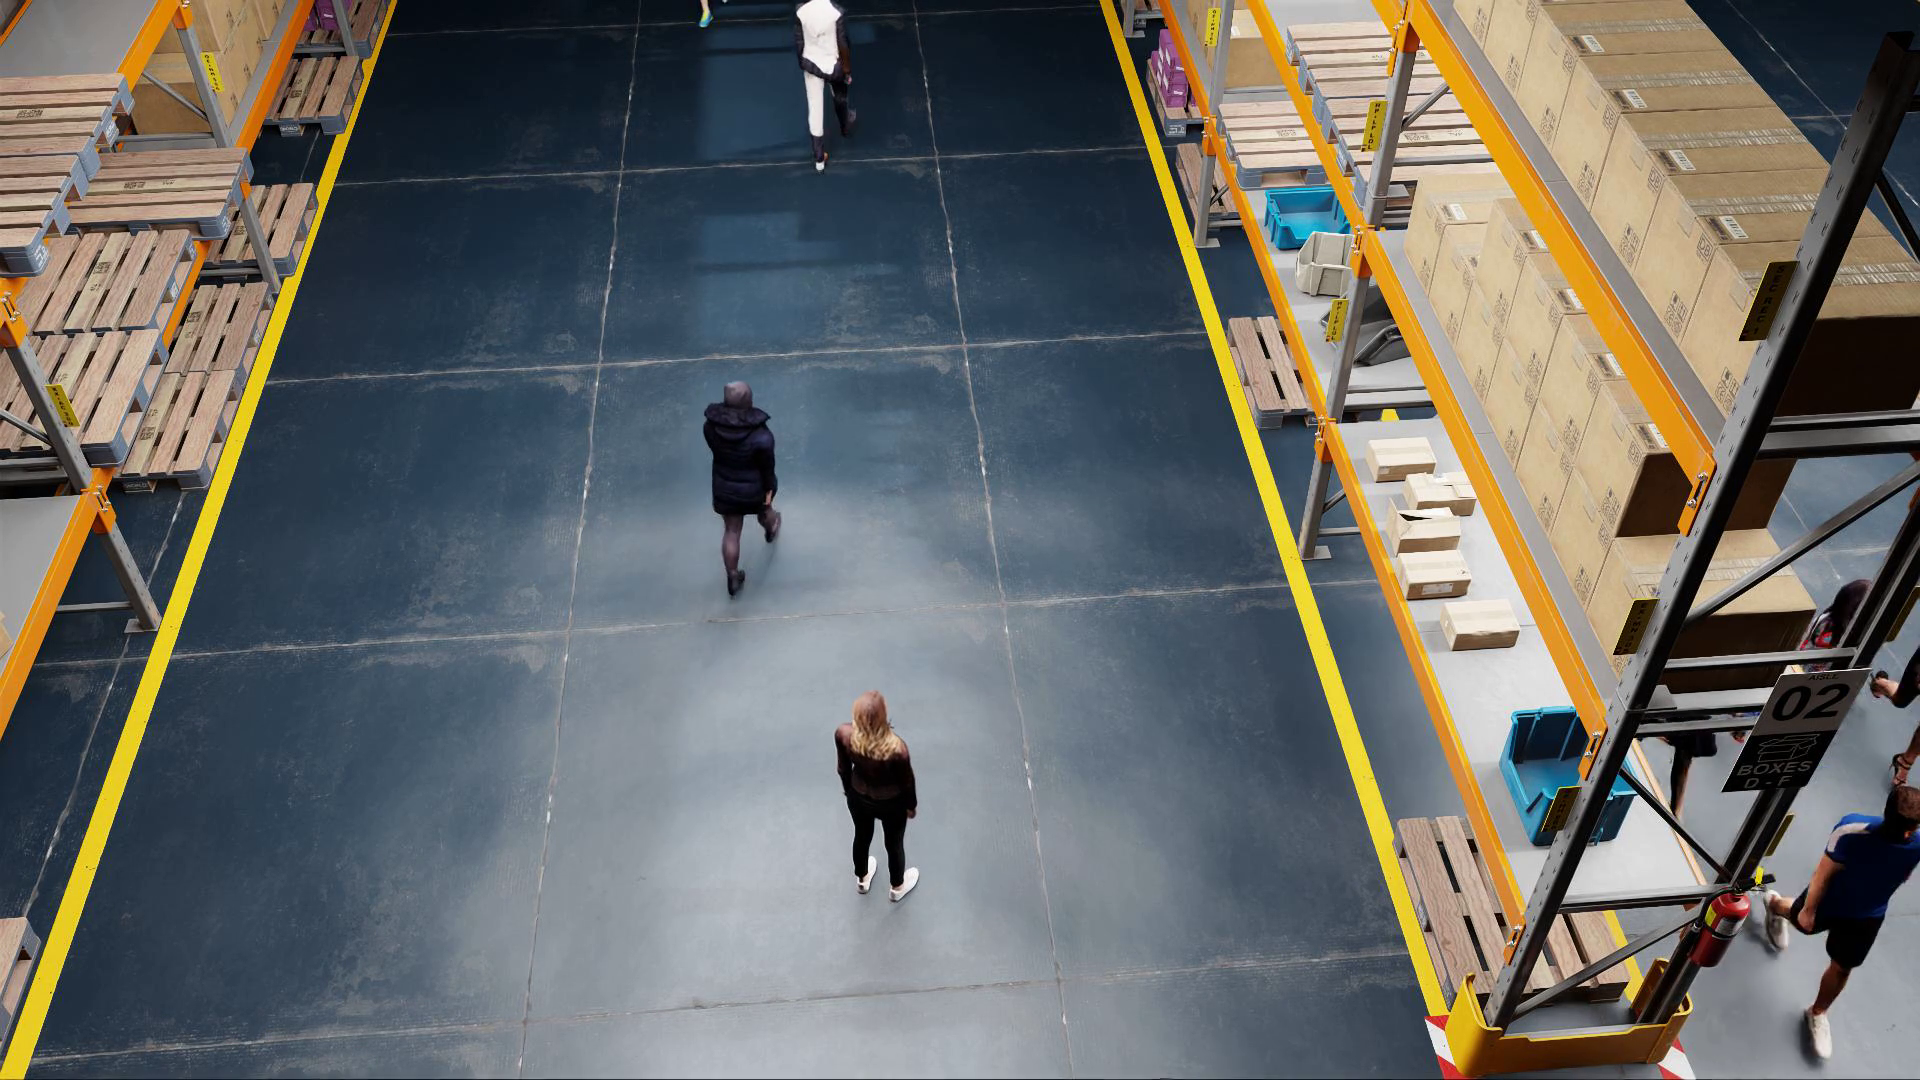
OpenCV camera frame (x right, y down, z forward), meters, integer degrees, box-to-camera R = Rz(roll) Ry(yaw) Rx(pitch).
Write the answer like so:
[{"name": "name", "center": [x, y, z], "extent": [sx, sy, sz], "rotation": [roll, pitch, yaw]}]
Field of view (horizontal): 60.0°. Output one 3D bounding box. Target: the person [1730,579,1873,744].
[{"name": "person", "center": [5.111, 0.781, 10.120], "extent": [0.733, 1.593, 0.815], "rotation": [-17, 46, -17]}]

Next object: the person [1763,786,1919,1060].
[{"name": "person", "center": [4.677, 1.825, 8.852], "extent": [0.842, 1.830, 1.272], "rotation": [5, 44, 5]}]

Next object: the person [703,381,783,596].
[{"name": "person", "center": [-1.511, -0.338, 11.266], "extent": [0.856, 1.632, 1.143], "rotation": [8, 44, 9]}]

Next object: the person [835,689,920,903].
[{"name": "person", "center": [-0.468, 1.449, 9.339], "extent": [0.673, 1.703, 0.652], "rotation": [14, 45, 15]}]

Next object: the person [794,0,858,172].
[{"name": "person", "center": [-1.274, -4.279, 15.245], "extent": [0.924, 1.849, 1.226], "rotation": [7, 44, 8]}]
